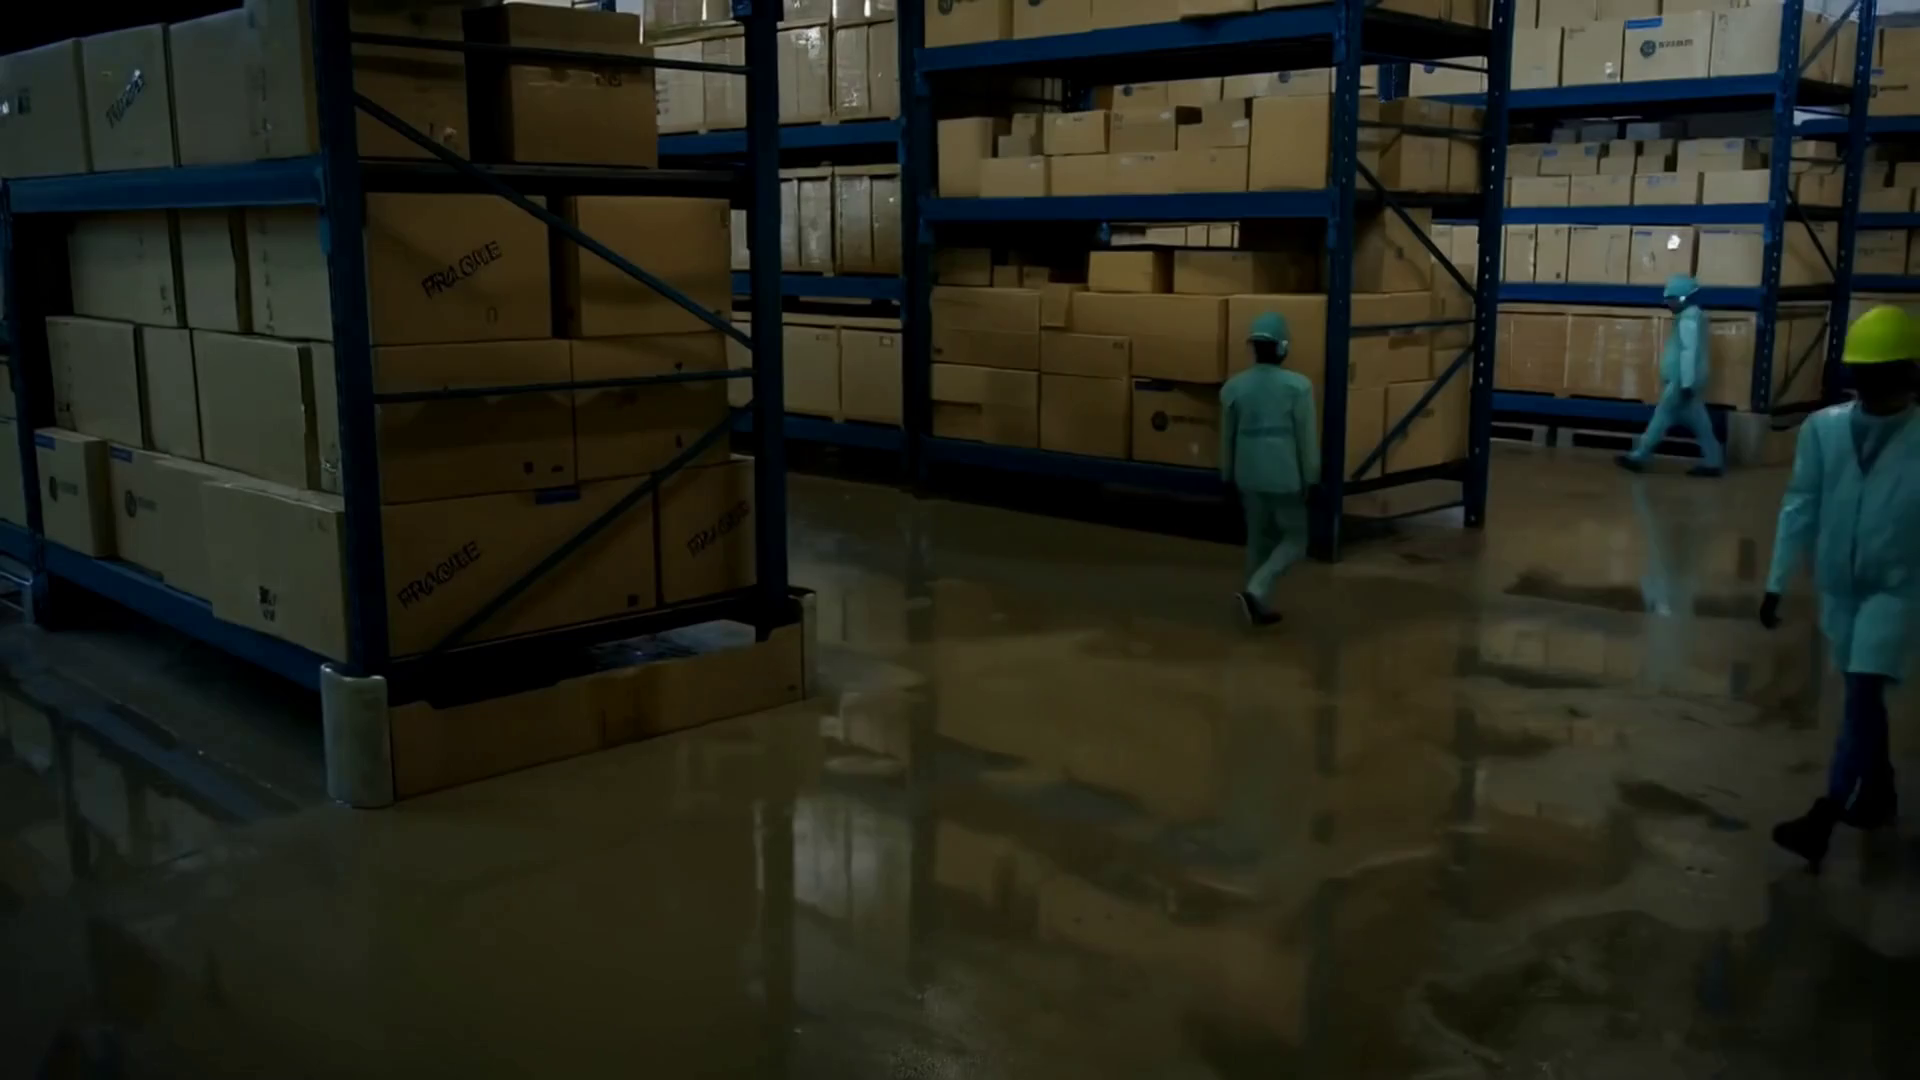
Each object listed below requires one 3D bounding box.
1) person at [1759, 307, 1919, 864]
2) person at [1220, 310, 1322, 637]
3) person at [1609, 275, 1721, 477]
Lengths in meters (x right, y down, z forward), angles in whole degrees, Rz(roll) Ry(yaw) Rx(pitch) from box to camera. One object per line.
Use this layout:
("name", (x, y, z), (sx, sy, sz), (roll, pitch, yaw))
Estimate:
("person", (3.090, 0.150, 5.745), (1.008, 1.879, 0.563), (-8, 13, -36))
("person", (1.632, -0.345, 8.840), (0.614, 1.735, 0.600), (-10, 14, -43))
("person", (6.356, -1.454, 14.785), (0.959, 1.772, 0.584), (7, 12, 33))
